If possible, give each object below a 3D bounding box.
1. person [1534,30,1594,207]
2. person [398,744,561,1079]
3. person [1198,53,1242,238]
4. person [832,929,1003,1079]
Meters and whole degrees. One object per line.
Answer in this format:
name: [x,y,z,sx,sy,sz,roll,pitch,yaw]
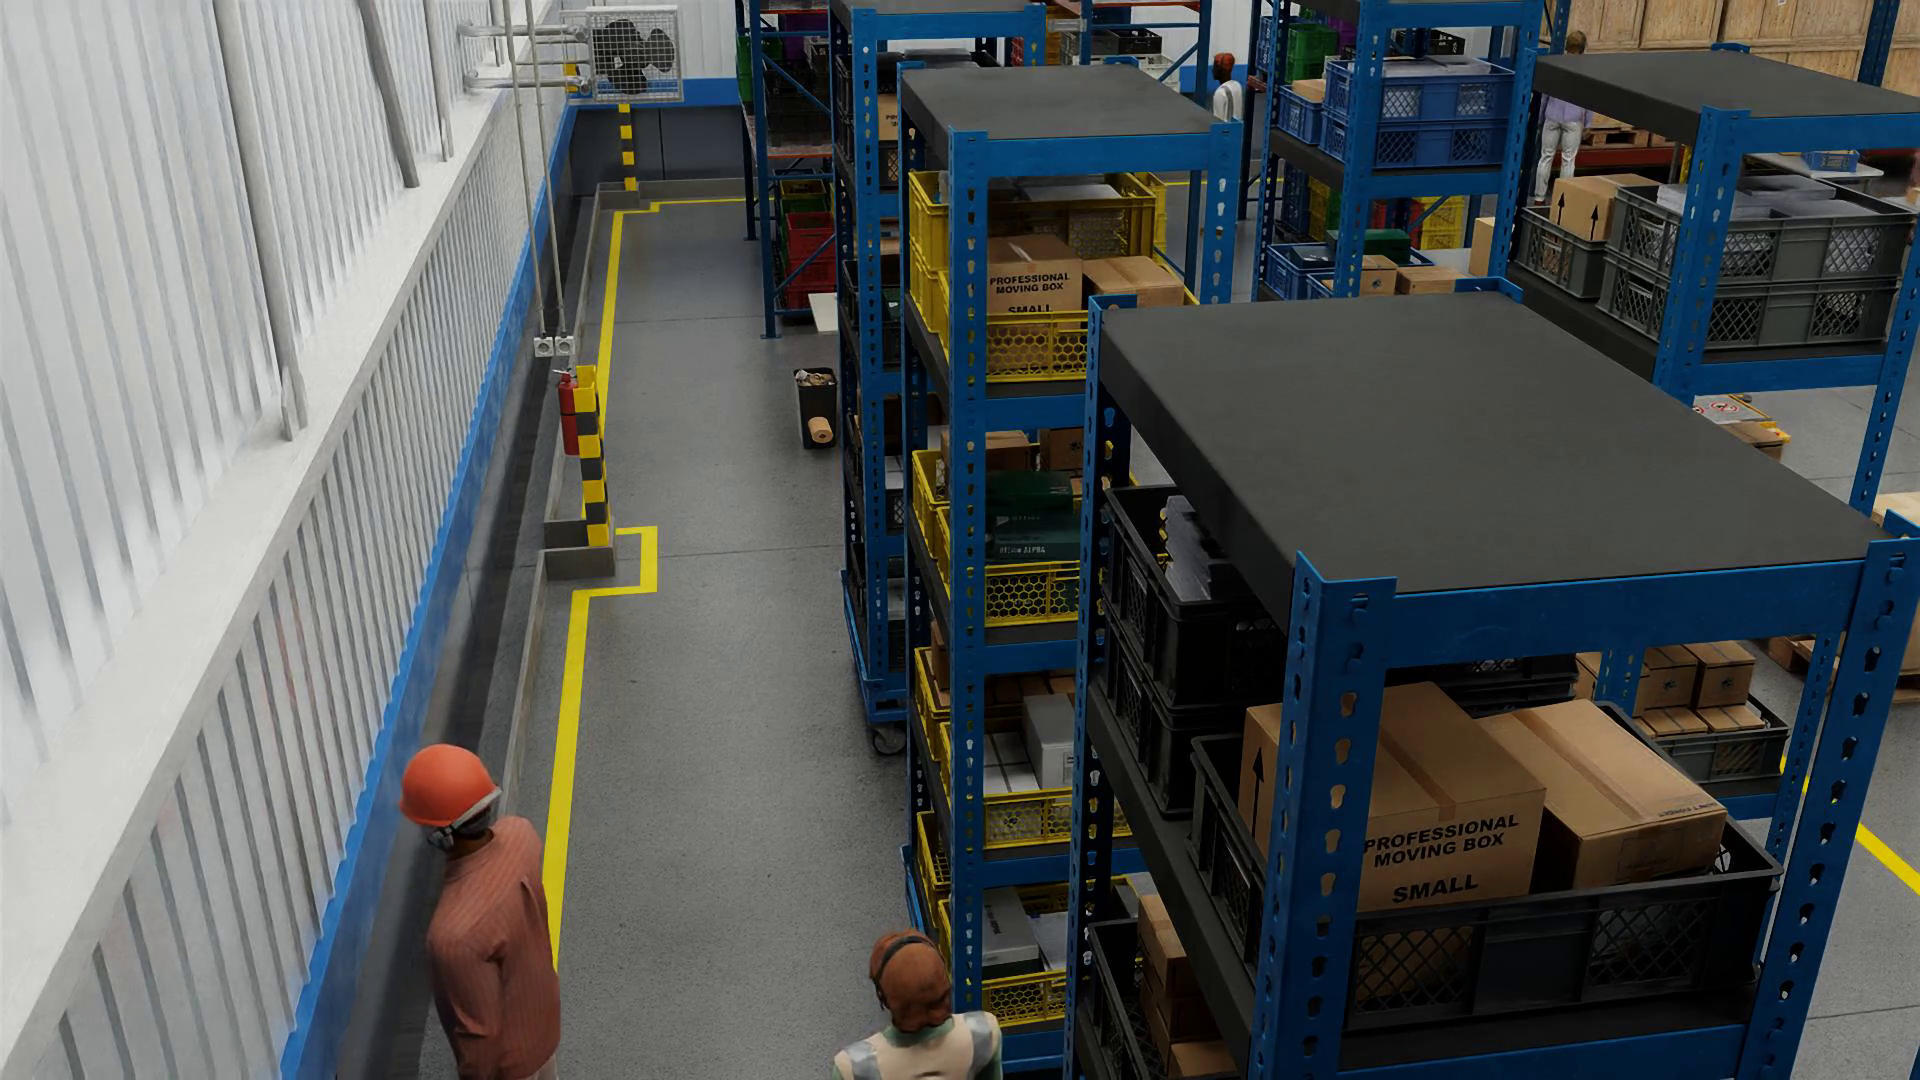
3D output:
person: [6.630,-4.596,18.277,0.633,1.936,0.355,15,29,30]
person: [-1.393,1.486,4.996,0.399,1.987,0.612,2,25,4]
person: [2.729,-4.092,17.264,0.350,1.877,0.567,14,28,28]
person: [-0.114,1.809,4.706,0.513,1.640,0.309,-10,27,-21]
